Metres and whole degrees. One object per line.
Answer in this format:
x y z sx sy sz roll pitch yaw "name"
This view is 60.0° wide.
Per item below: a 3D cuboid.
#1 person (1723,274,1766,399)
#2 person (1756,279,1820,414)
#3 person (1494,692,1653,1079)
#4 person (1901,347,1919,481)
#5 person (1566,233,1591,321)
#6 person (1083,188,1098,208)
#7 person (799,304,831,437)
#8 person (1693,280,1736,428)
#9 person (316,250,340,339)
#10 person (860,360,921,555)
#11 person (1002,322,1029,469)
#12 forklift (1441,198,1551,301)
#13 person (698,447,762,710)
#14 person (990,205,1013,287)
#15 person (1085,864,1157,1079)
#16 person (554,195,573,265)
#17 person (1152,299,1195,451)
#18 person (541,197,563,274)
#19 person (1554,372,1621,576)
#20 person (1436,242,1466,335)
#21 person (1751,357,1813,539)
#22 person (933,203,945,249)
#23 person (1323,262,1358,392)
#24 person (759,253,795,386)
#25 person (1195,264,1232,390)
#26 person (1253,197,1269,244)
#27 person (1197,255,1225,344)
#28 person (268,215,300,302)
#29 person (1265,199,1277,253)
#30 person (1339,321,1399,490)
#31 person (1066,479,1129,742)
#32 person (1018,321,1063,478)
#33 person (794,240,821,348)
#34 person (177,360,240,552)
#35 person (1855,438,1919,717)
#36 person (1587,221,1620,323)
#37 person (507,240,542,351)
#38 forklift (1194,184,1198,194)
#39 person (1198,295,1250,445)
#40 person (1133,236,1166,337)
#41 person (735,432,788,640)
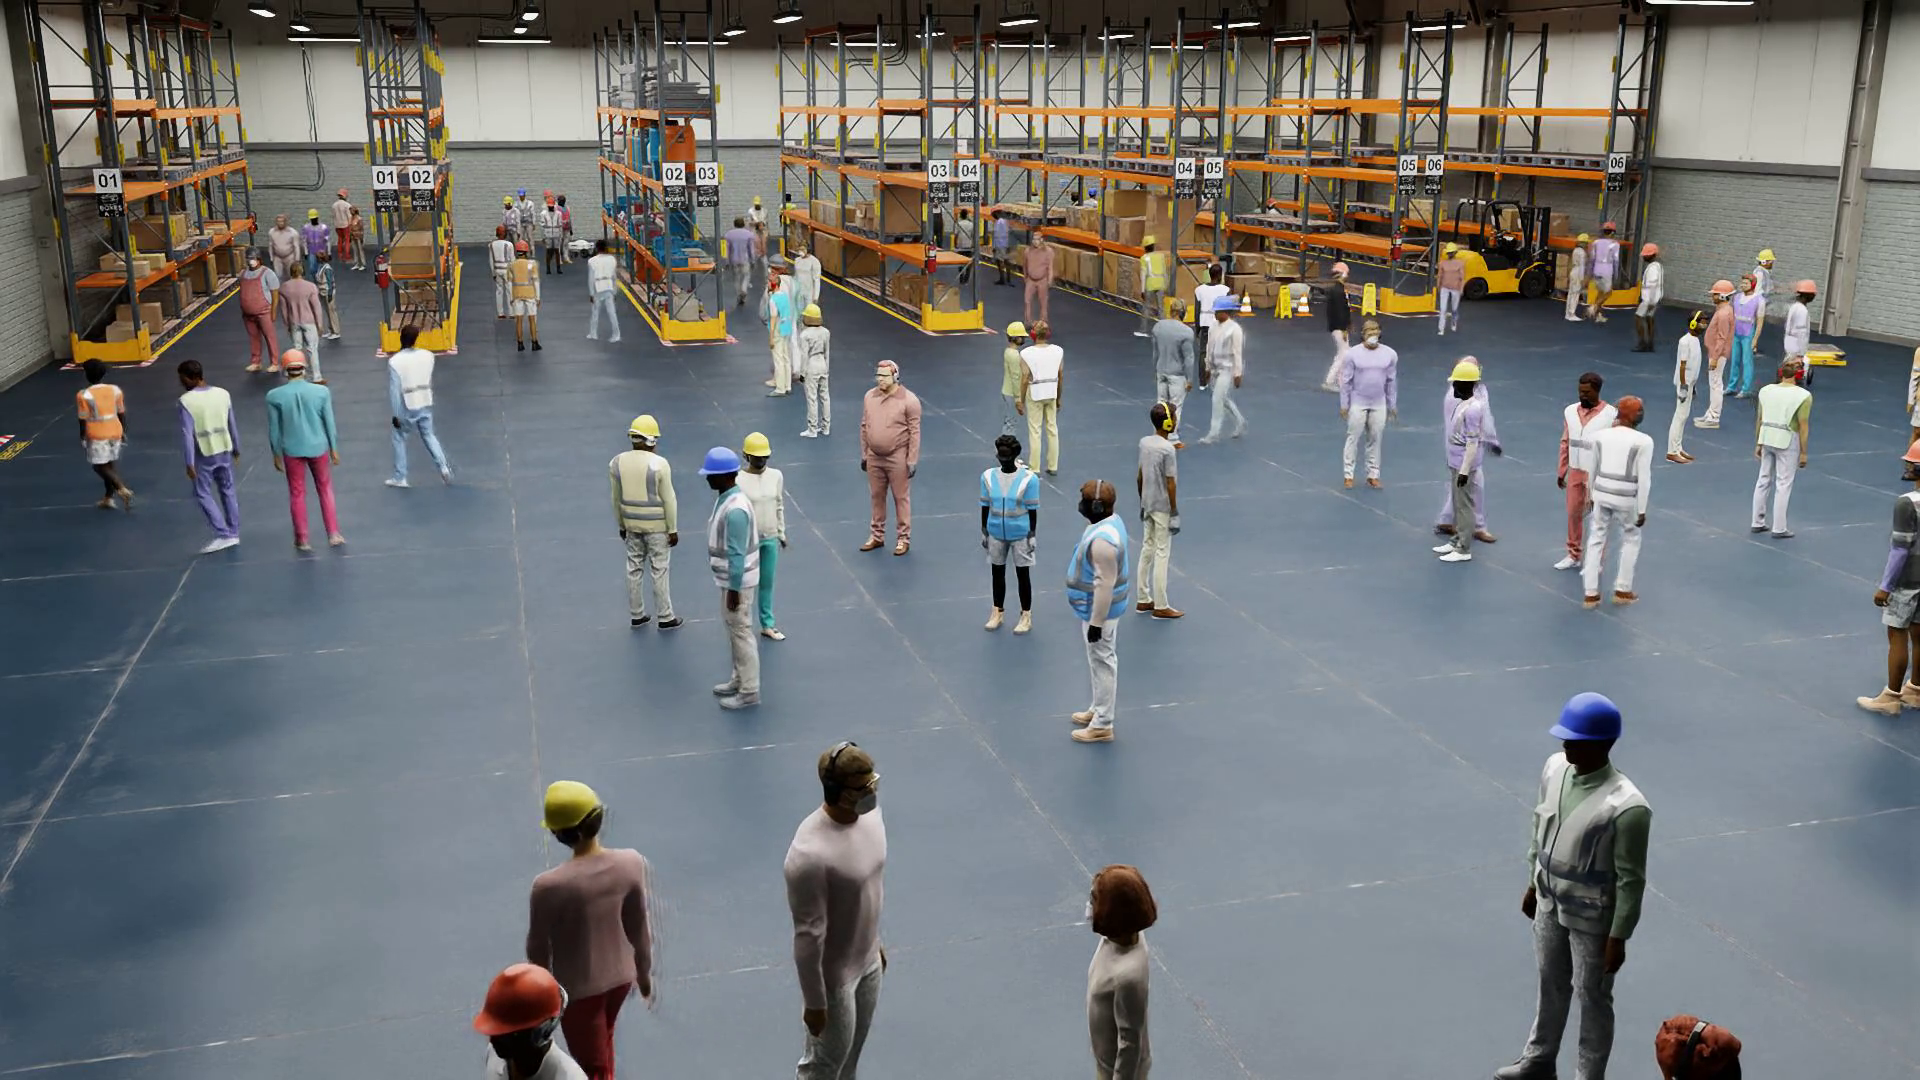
11.648 -3.021 24.674 0.389 1.847 0.563 -5 16 -17 "person"
11.671 -2.701 23.342 0.656 1.916 0.560 5 16 20 "person"
2.663 1.577 7.178 0.399 1.949 0.605 -5 16 -19 "person"
11.274 -1.619 19.229 0.552 1.933 0.364 7 16 25 "person"
12.417 -5.274 33.374 0.331 1.735 0.485 0 15 1 "person"
3.653 -8.773 46.124 0.614 1.947 0.389 10 18 34 "person"
-1.926 -2.231 21.902 0.297 1.744 0.487 13 20 41 "person"
10.222 -2.510 22.470 0.377 1.995 0.612 6 16 22 "person"
-11.723 -4.544 30.811 0.311 1.636 0.523 -10 18 -34 "person"
-0.704 -0.805 16.221 0.638 1.910 0.407 8 17 26 "person"
0.663 -1.745 20.030 0.312 1.768 0.529 -2 15 -7 "person"
11.913 -6.508 37.130 2.313 2.155 1.214 -4 15 -15 "forklift"
-1.670 0.269 12.133 0.421 1.938 0.604 -4 15 -15 "person"
1.008 -6.972 39.484 0.416 1.888 0.732 -6 16 -21 "person"
0.582 1.977 6.273 0.280 1.636 0.500 0 15 -1 "person"
-10.659 -8.317 44.628 0.429 1.837 0.621 12 19 38 "person"
2.693 -2.079 20.991 0.391 1.928 0.635 -14 20 -42 "person"
-10.338 -7.718 42.197 0.542 1.929 0.369 -5 16 -19 "person"
5.871 -0.629 15.570 0.407 1.907 0.597 -10 18 -34 "person"
9.268 -4.760 31.423 0.529 1.742 0.706 6 16 21 "person"
8.293 -0.931 16.836 0.395 1.836 0.561 -8 17 -27 "person"
-0.646 -8.221 44.277 0.506 1.837 0.360 -4 15 -15 "person"
5.801 -3.208 25.157 0.529 1.960 0.662 3 15 11 "person"
-2.848 -3.414 25.784 0.539 2.000 0.689 4 15 15 "person"
3.851 -3.232 25.346 0.587 1.914 0.391 8 17 29 "person"
8.297 -8.569 45.799 0.483 1.727 0.430 2 15 6 "person"
4.530 -4.316 29.959 0.274 1.632 0.507 -12 19 -38 "person"
-14.746 -6.112 36.240 0.672 1.873 0.873 -2 15 -7 "person"
8.408 -8.317 44.853 0.446 1.733 0.602 5 16 18 "person"
4.655 -1.533 18.940 0.705 1.929 0.425 -1 15 -2 "person"
0.945 0.482 11.506 0.430 1.845 0.619 2 15 8 "person"
0.951 -1.640 19.479 0.564 1.847 0.395 -7 16 -25 "person"
-2.715 -4.347 29.514 0.625 1.933 0.375 14 20 42 "person"
-7.300 -0.840 16.391 0.452 1.898 0.774 7 17 26 "person"
6.820 0.264 11.941 0.608 2.044 0.371 -8 17 -26 "person"
12.680 -5.278 32.856 0.642 2.014 0.648 -9 17 -31 "person"
-7.673 -4.300 29.315 0.551 1.936 0.357 -1 15 -2 "person"
7.392 -11.333 53.972 1.873 2.768 1.129 -4 15 -15 "forklift"
3.451 -2.208 21.484 0.836 1.917 0.621 -8 17 -27 "person"
3.596 -4.694 30.929 0.608 1.886 0.677 -8 17 -28 "person"
-1.630 -0.008 13.494 0.533 1.767 0.327 -12 19 -38 "person"
